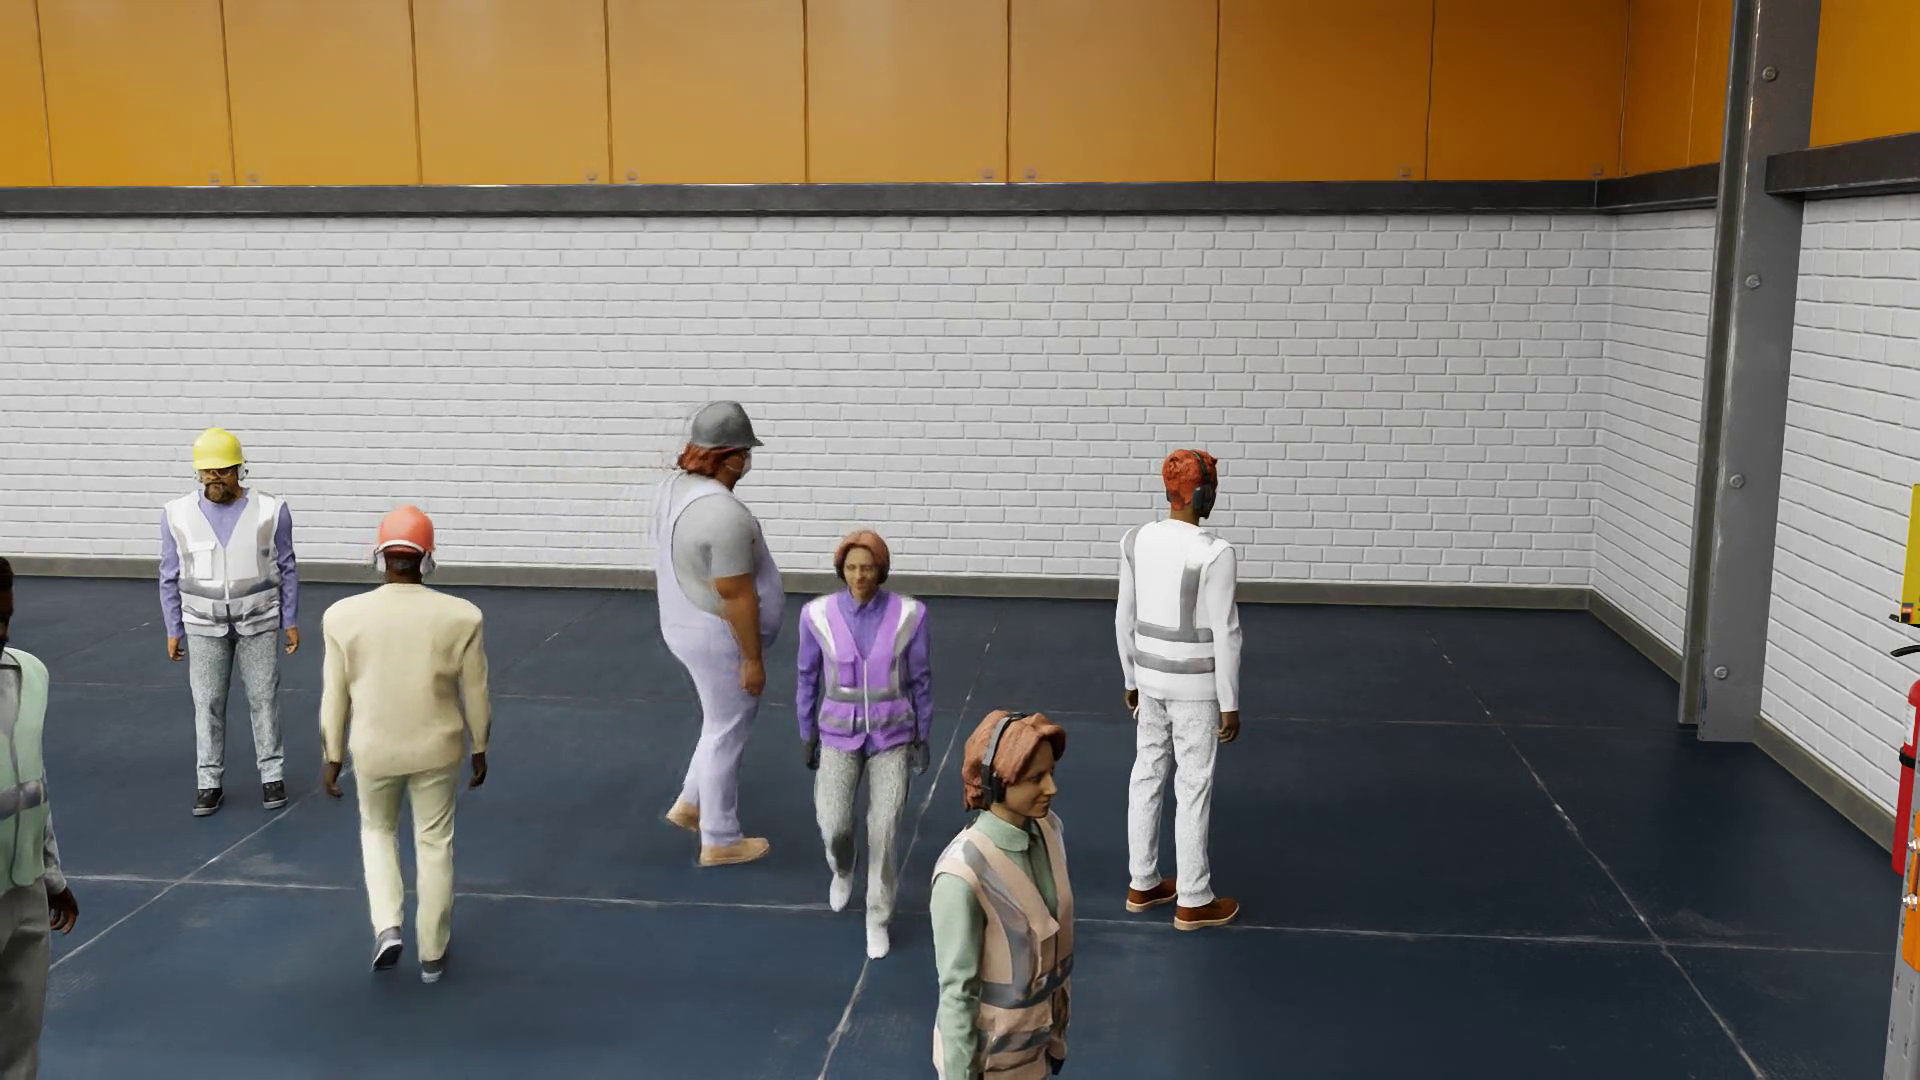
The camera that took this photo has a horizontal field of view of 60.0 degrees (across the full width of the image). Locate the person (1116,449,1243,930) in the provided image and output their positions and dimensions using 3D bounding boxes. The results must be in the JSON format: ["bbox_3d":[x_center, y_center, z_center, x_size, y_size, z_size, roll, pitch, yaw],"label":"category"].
[{"bbox_3d":[0.864,0.580,6.539,0.337,1.882,0.584,-8,13,-40],"label":"person"}]

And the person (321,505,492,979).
[{"bbox_3d":[-2.002,0.736,6.054,0.593,1.734,0.376,-3,10,-15],"label":"person"}]

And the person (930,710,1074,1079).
[{"bbox_3d":[0.098,1.182,3.791,0.312,1.639,0.520,5,11,27],"label":"person"}]

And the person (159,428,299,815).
[{"bbox_3d":[-3.426,0.381,7.827,0.600,1.829,0.404,-3,10,-19],"label":"person"}]

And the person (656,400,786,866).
[{"bbox_3d":[-1.008,0.394,7.155,0.536,2.000,0.708,-5,11,-28],"label":"person"}]

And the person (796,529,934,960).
[{"bbox_3d":[-0.357,0.749,6.323,0.517,1.626,0.430,-1,10,-3],"label":"person"}]

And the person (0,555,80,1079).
[{"bbox_3d":[-2.563,0.951,4.337,0.379,1.910,0.596,1,10,7],"label":"person"}]
